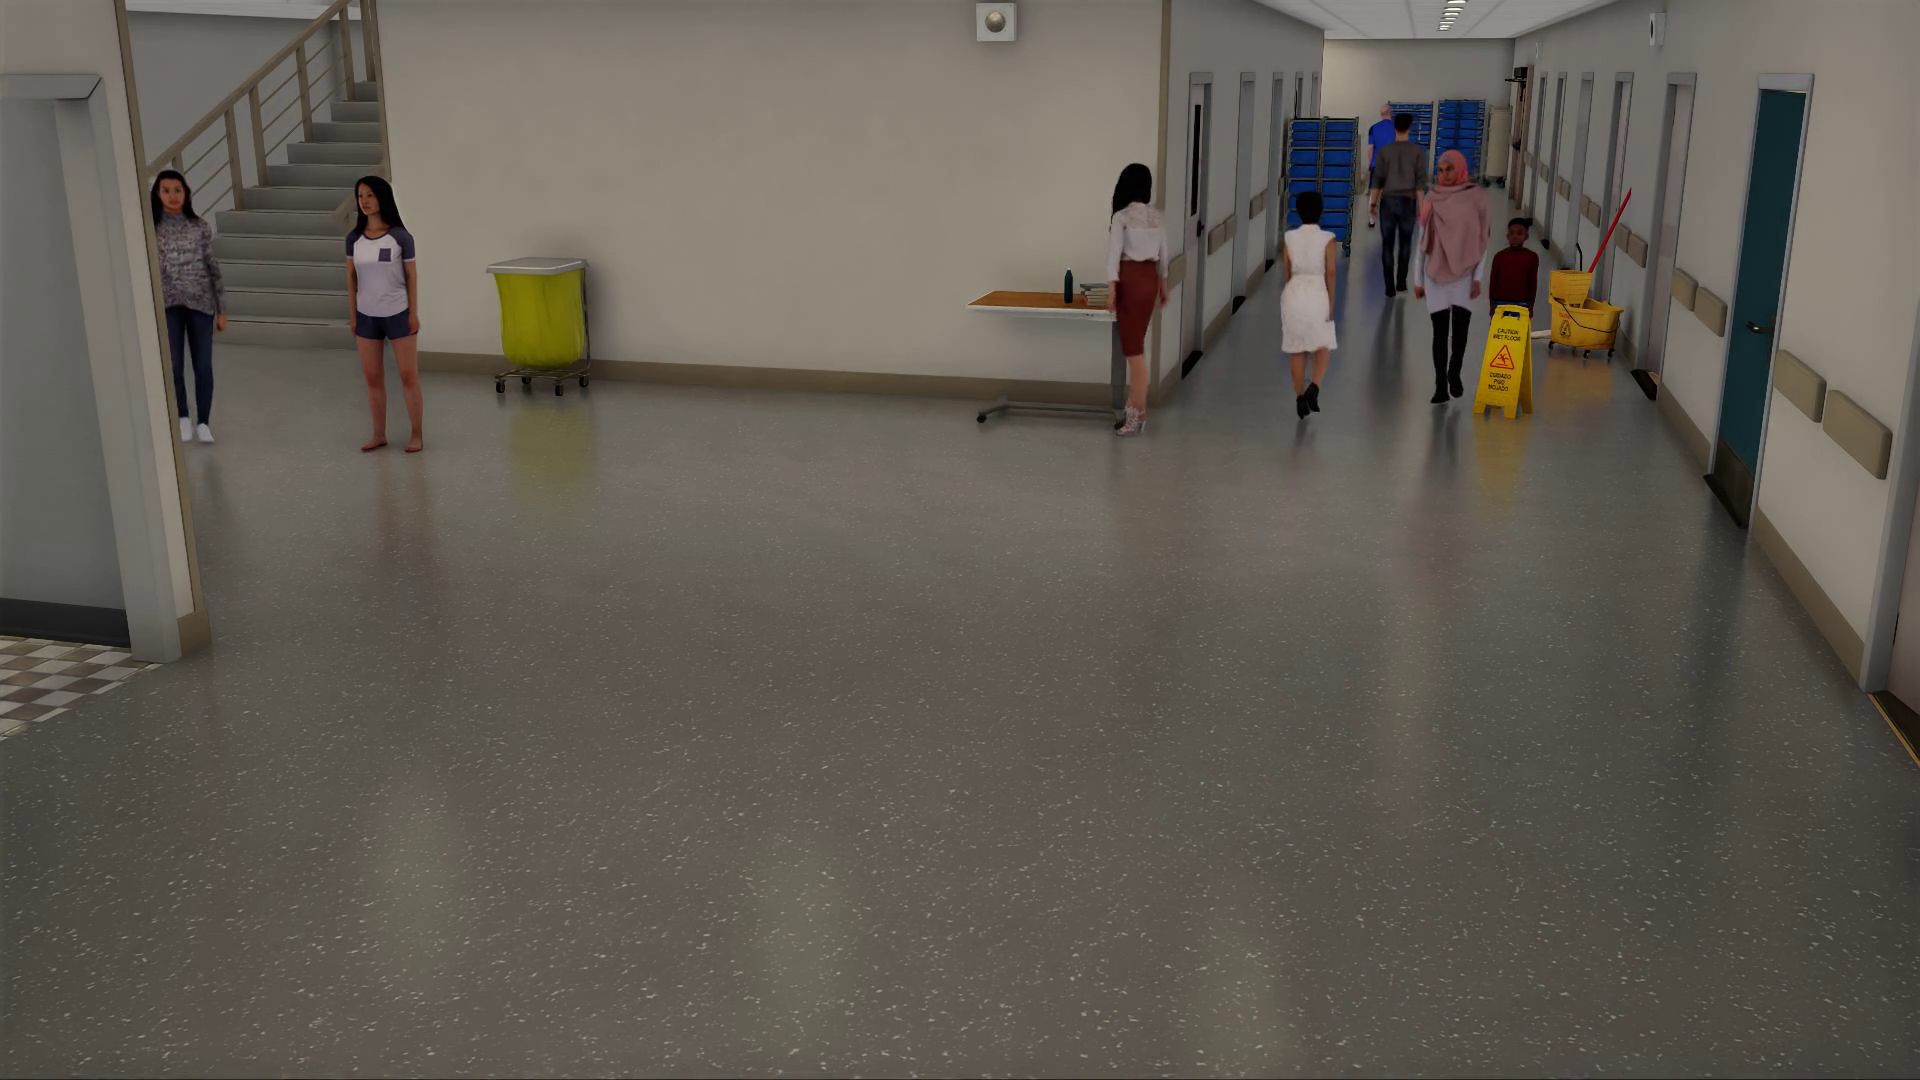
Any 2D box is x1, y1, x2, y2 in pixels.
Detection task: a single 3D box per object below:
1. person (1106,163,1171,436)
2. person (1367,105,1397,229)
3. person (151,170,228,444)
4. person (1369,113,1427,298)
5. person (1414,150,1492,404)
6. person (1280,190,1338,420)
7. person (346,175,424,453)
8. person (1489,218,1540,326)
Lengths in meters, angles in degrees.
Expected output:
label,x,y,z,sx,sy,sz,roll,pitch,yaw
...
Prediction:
label,x,y,z,sx,sy,sz,roll,pitch,yaw
person,1.185,-1.561,10.885,0.870,1.728,0.784,13,20,39
person,6.461,-5.693,25.333,0.701,1.840,0.620,7,17,22
person,-4.954,-1.480,10.601,0.741,1.725,0.806,-9,18,-30
person,4.581,-3.483,17.405,0.721,1.889,0.813,4,16,13
person,3.499,-1.856,11.827,0.675,1.784,0.702,5,17,18
person,2.330,-1.573,11.279,0.588,1.538,0.674,8,17,25
person,-3.584,-1.409,10.386,0.629,1.706,0.568,1,16,5
person,4.223,-1.835,12.730,0.517,1.253,0.515,6,17,22
